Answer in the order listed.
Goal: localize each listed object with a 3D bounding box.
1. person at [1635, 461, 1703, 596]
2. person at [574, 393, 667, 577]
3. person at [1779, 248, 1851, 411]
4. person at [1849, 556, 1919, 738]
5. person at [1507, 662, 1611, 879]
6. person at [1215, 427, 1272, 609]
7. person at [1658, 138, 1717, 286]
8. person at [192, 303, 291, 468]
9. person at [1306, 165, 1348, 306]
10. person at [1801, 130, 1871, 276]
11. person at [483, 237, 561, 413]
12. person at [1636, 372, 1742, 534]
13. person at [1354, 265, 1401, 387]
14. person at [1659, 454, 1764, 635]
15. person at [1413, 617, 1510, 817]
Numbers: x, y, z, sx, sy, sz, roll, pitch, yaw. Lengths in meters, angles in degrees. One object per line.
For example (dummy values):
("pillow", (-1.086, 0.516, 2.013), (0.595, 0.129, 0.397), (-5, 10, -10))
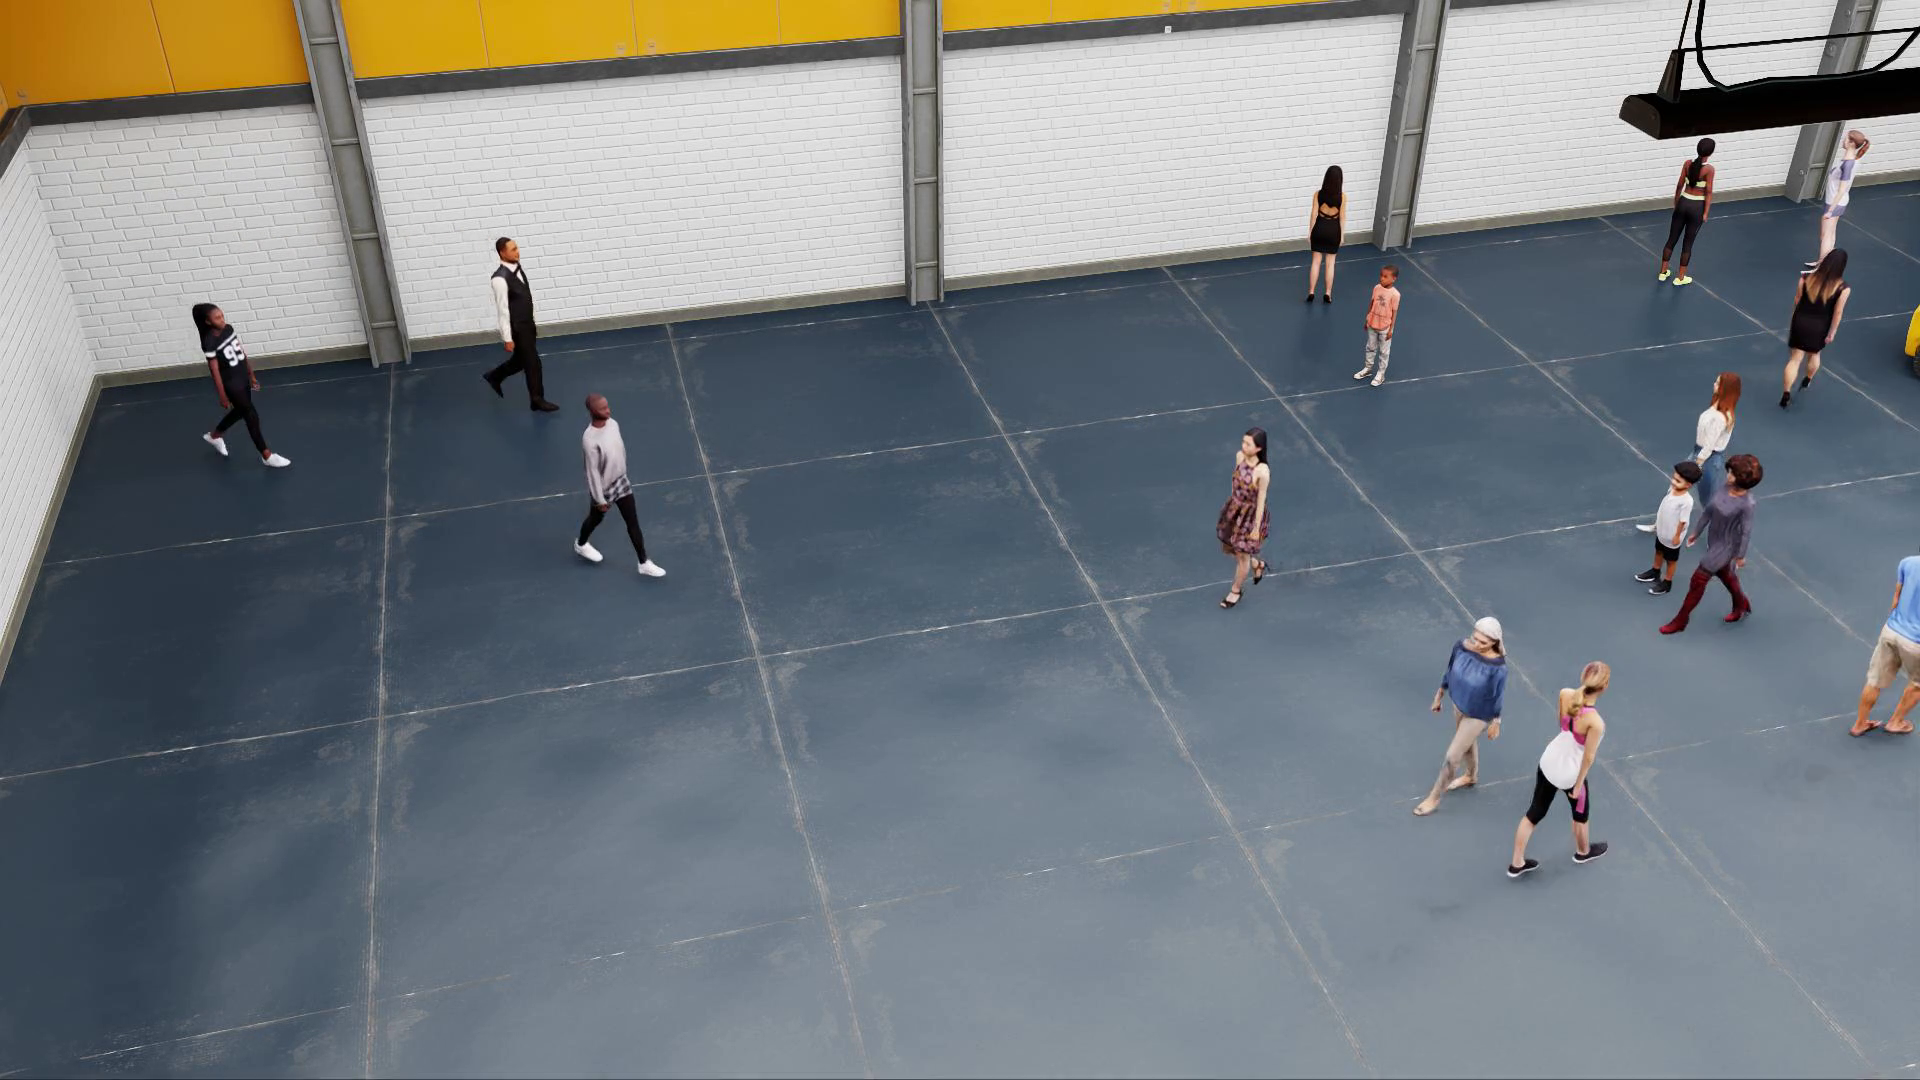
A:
("person", (6.117, -0.125, 14.265), (0.474, 1.256, 0.479), (-7, 34, -11))
("person", (-3.124, -0.477, 14.367), (1.230, 1.730, 1.136), (15, 37, 22))
("person", (8.593, -2.098, 16.851), (0.962, 1.681, 1.044), (20, 39, 27))
("person", (7.038, 0.748, 12.419), (0.811, 1.846, 0.758), (-17, 37, -24))
("person", (3.995, 1.597, 11.228), (1.032, 1.752, 0.725), (-15, 36, -21))
("person", (2.449, -0.191, 13.903), (0.858, 1.767, 0.730), (-18, 38, -25))
("person", (8.506, -3.841, 19.406), (0.648, 1.754, 0.641), (-27, 42, -35))
("person", (-7.002, -1.479, 15.896), (1.169, 1.706, 0.845), (3, 34, 4))
("person", (4.166, -3.459, 18.930), (0.586, 1.645, 0.692), (10, 35, 15))
("person", (10.309, -3.965, 19.582), (0.733, 1.766, 0.661), (21, 39, 28))
("person", (-4.533, -2.166, 16.753), (1.129, 1.902, 0.910), (3, 34, 5))
("person", (6.670, -0.662, 14.671), (1.169, 1.701, 0.974), (10, 35, 14))
("person", (4.423, -2.277, 17.455), (0.588, 1.311, 0.557), (-27, 42, -34))
("person", (6.326, 0.042, 13.641), (1.099, 1.670, 0.693), (-3, 34, -5))
("person", (3.724, 1.205, 11.891), (0.962, 1.670, 0.748), (-14, 36, -19))
